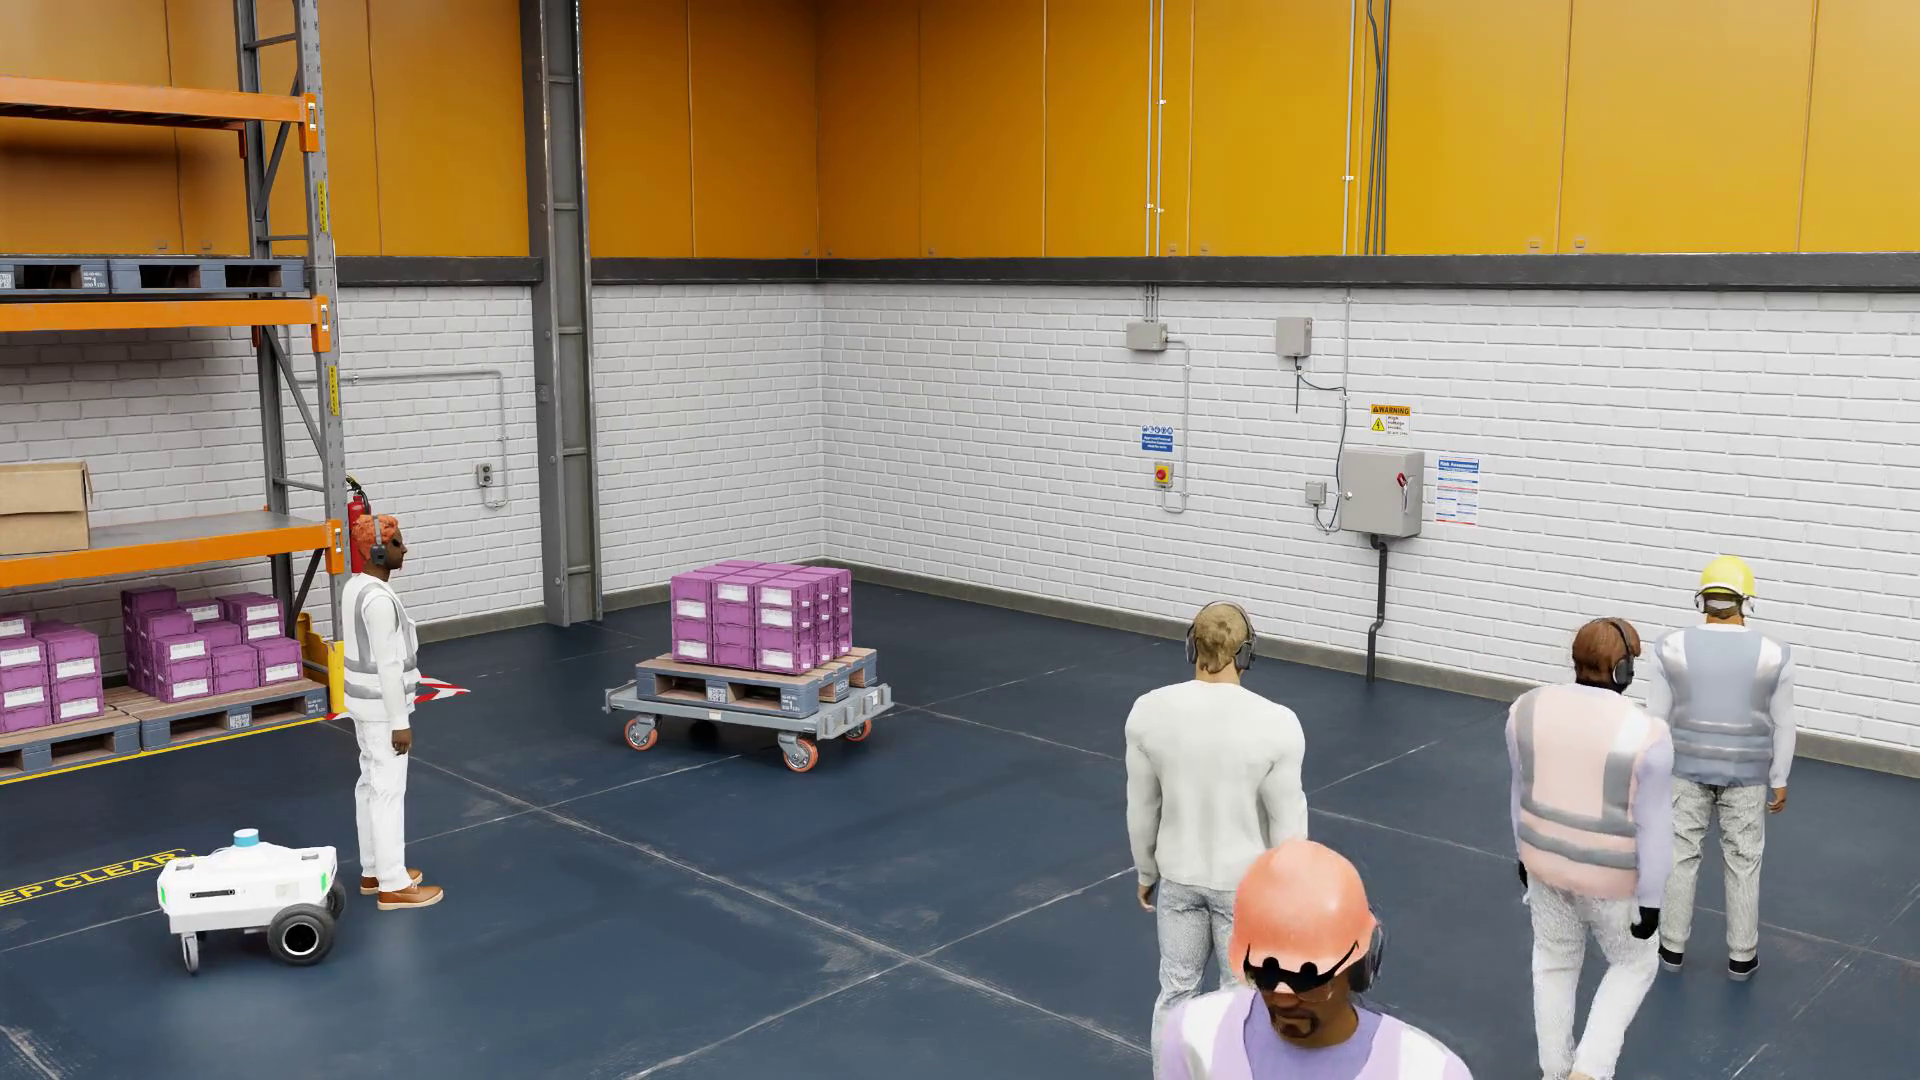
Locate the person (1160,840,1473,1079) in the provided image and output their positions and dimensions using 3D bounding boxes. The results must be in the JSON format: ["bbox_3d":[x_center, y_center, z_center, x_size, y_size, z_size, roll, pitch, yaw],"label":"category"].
[{"bbox_3d":[0.656,1.519,3.162,0.600,2.022,0.520,6,11,33],"label":"person"}]

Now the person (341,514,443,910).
[{"bbox_3d":[-2.741,0.812,7.931,0.356,1.883,0.572,-6,11,-33],"label":"person"}]

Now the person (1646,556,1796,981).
[{"bbox_3d":[3.240,0.973,7.127,0.588,1.822,0.403,4,10,25],"label":"person"}]

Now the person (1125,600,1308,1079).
[{"bbox_3d":[0.865,1.160,5.638,0.628,1.935,0.373,5,10,27],"label":"person"}]

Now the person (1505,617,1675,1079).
[{"bbox_3d":[2.231,1.172,5.910,0.437,1.829,0.626,-8,12,-42],"label":"person"}]

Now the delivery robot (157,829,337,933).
[{"bbox_3d":[-3.141,1.522,7.351,0.707,0.478,0.477,-2,9,-14],"label":"delivery robot"}]
